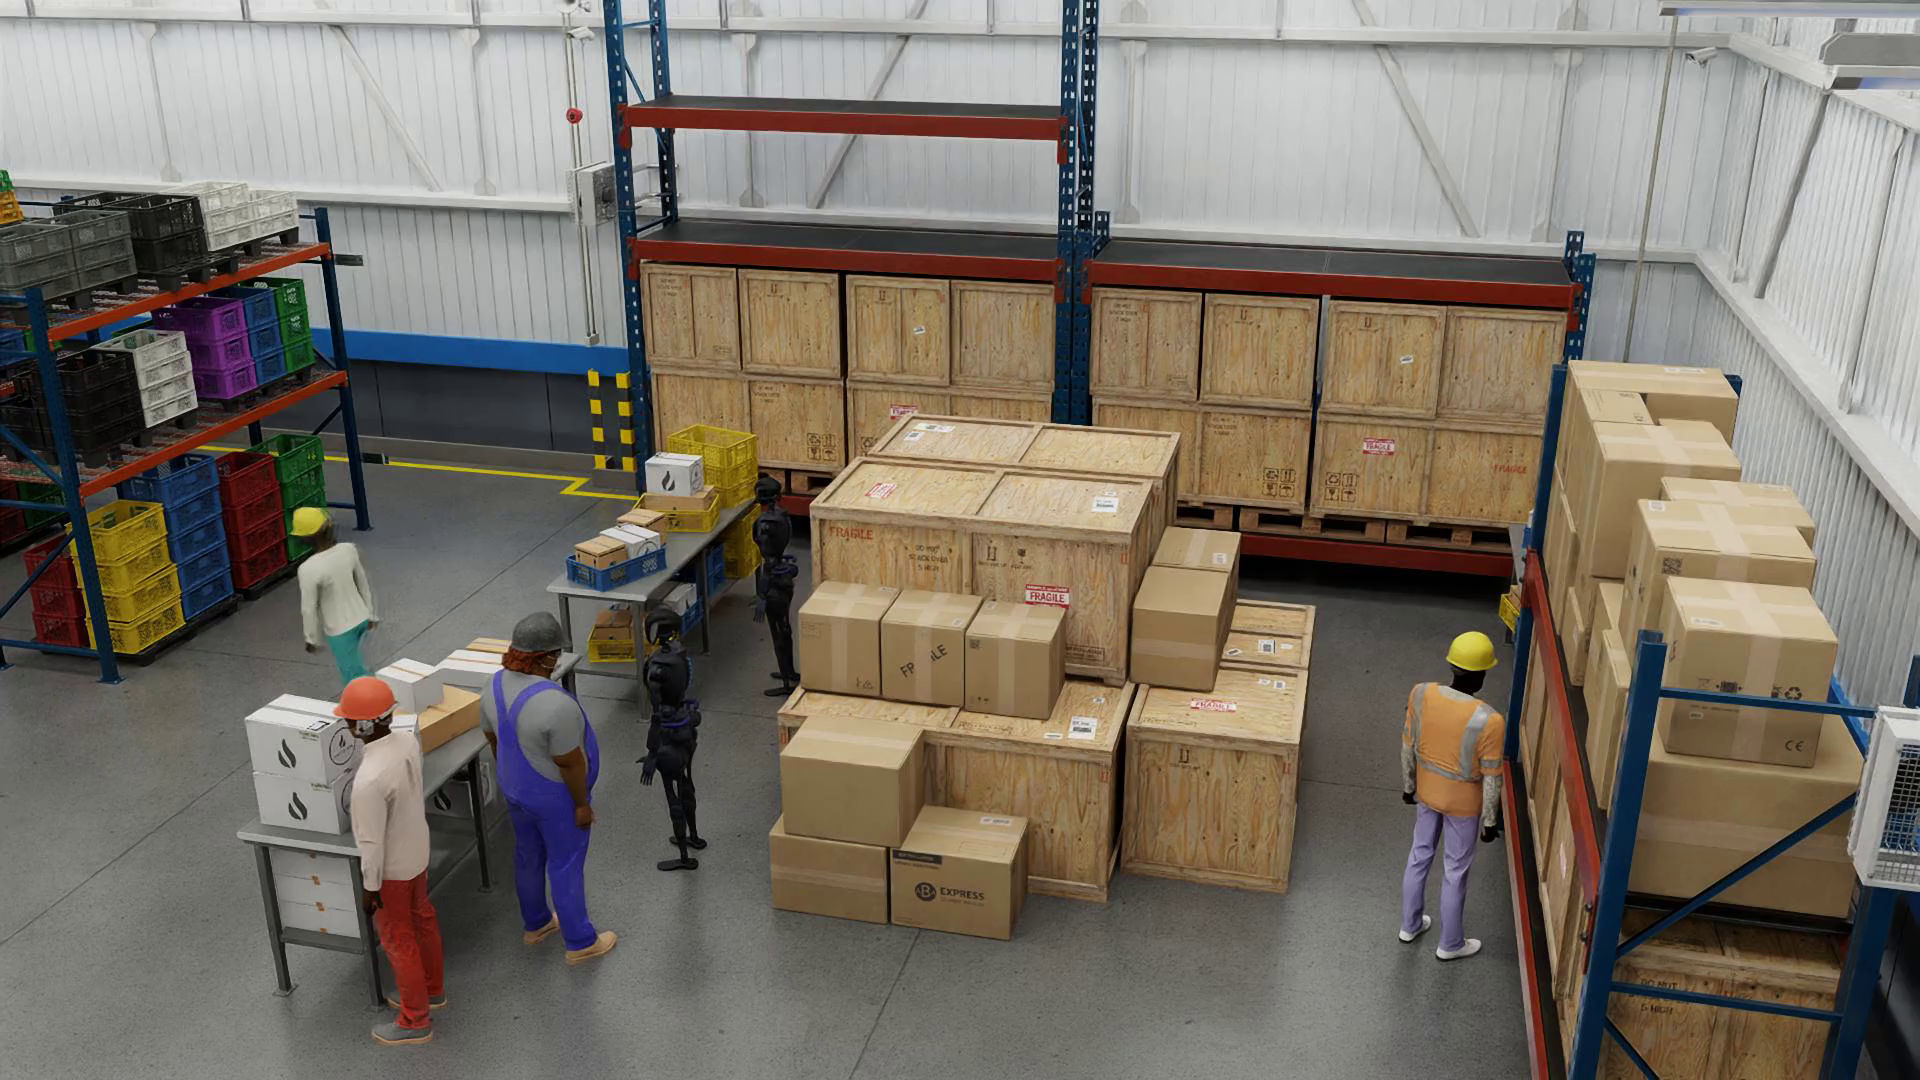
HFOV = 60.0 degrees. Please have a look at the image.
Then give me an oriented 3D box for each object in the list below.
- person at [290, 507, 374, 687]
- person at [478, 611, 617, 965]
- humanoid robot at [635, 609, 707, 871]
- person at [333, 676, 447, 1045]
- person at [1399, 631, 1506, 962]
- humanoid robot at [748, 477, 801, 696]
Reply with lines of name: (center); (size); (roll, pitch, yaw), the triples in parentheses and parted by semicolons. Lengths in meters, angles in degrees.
person: (-4.264, 0.592, 11.439); (0.663, 1.733, 0.535); (6, 22, 16)
person: (-2.226, 1.328, 9.093); (0.673, 2.000, 0.537); (15, 26, 34)
humanoid robot: (-1.738, 1.179, 9.968); (0.327, 1.659, 0.590); (3, 21, 7)
person: (-2.881, 1.611, 8.436); (0.394, 1.990, 0.616); (1, 21, 2)
person: (2.686, 1.390, 9.086); (0.368, 1.925, 0.594); (-17, 27, -38)
humanoid robot: (-1.355, 0.333, 12.186); (0.324, 1.655, 0.598); (2, 21, 6)
